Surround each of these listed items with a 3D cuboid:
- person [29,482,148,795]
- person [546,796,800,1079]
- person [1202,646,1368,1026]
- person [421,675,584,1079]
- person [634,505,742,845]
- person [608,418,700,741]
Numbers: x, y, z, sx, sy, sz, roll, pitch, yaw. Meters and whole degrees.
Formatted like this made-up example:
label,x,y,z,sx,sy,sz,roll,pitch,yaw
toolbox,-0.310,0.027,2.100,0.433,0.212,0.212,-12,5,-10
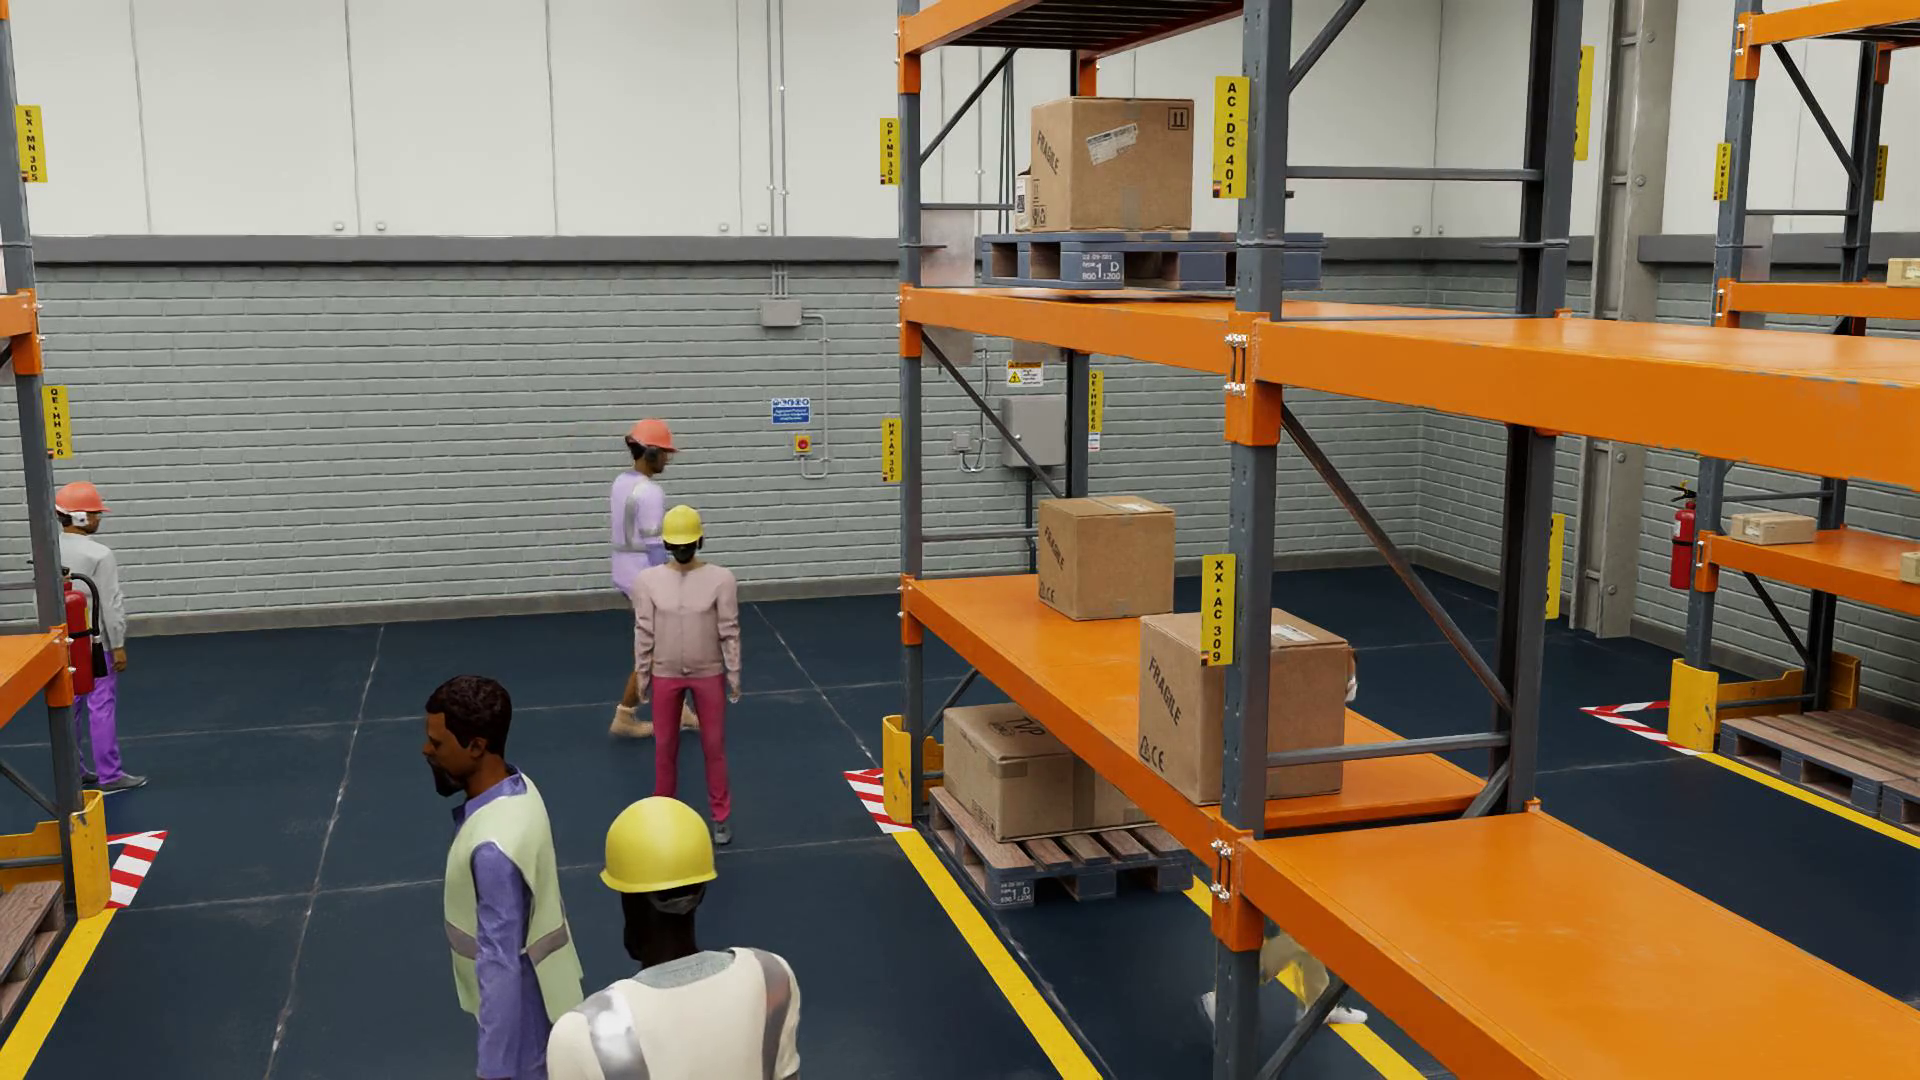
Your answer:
label,x,y,z,sx,sy,sz,roll,pitch,yaw
person,-4.874,0.546,9.287,0.564,1.748,0.339,3,11,19
person,-0.600,1.481,3.503,0.590,1.917,0.417,-9,14,-42
person,1.258,1.146,6.278,0.674,1.606,0.518,-2,10,-9
person,-1.231,1.297,4.573,0.397,1.910,0.585,-3,10,-16
person,-1.380,0.690,8.441,0.540,1.761,0.328,-1,10,-4
person,-1.893,0.246,10.302,0.677,2.005,0.661,-5,11,-28
